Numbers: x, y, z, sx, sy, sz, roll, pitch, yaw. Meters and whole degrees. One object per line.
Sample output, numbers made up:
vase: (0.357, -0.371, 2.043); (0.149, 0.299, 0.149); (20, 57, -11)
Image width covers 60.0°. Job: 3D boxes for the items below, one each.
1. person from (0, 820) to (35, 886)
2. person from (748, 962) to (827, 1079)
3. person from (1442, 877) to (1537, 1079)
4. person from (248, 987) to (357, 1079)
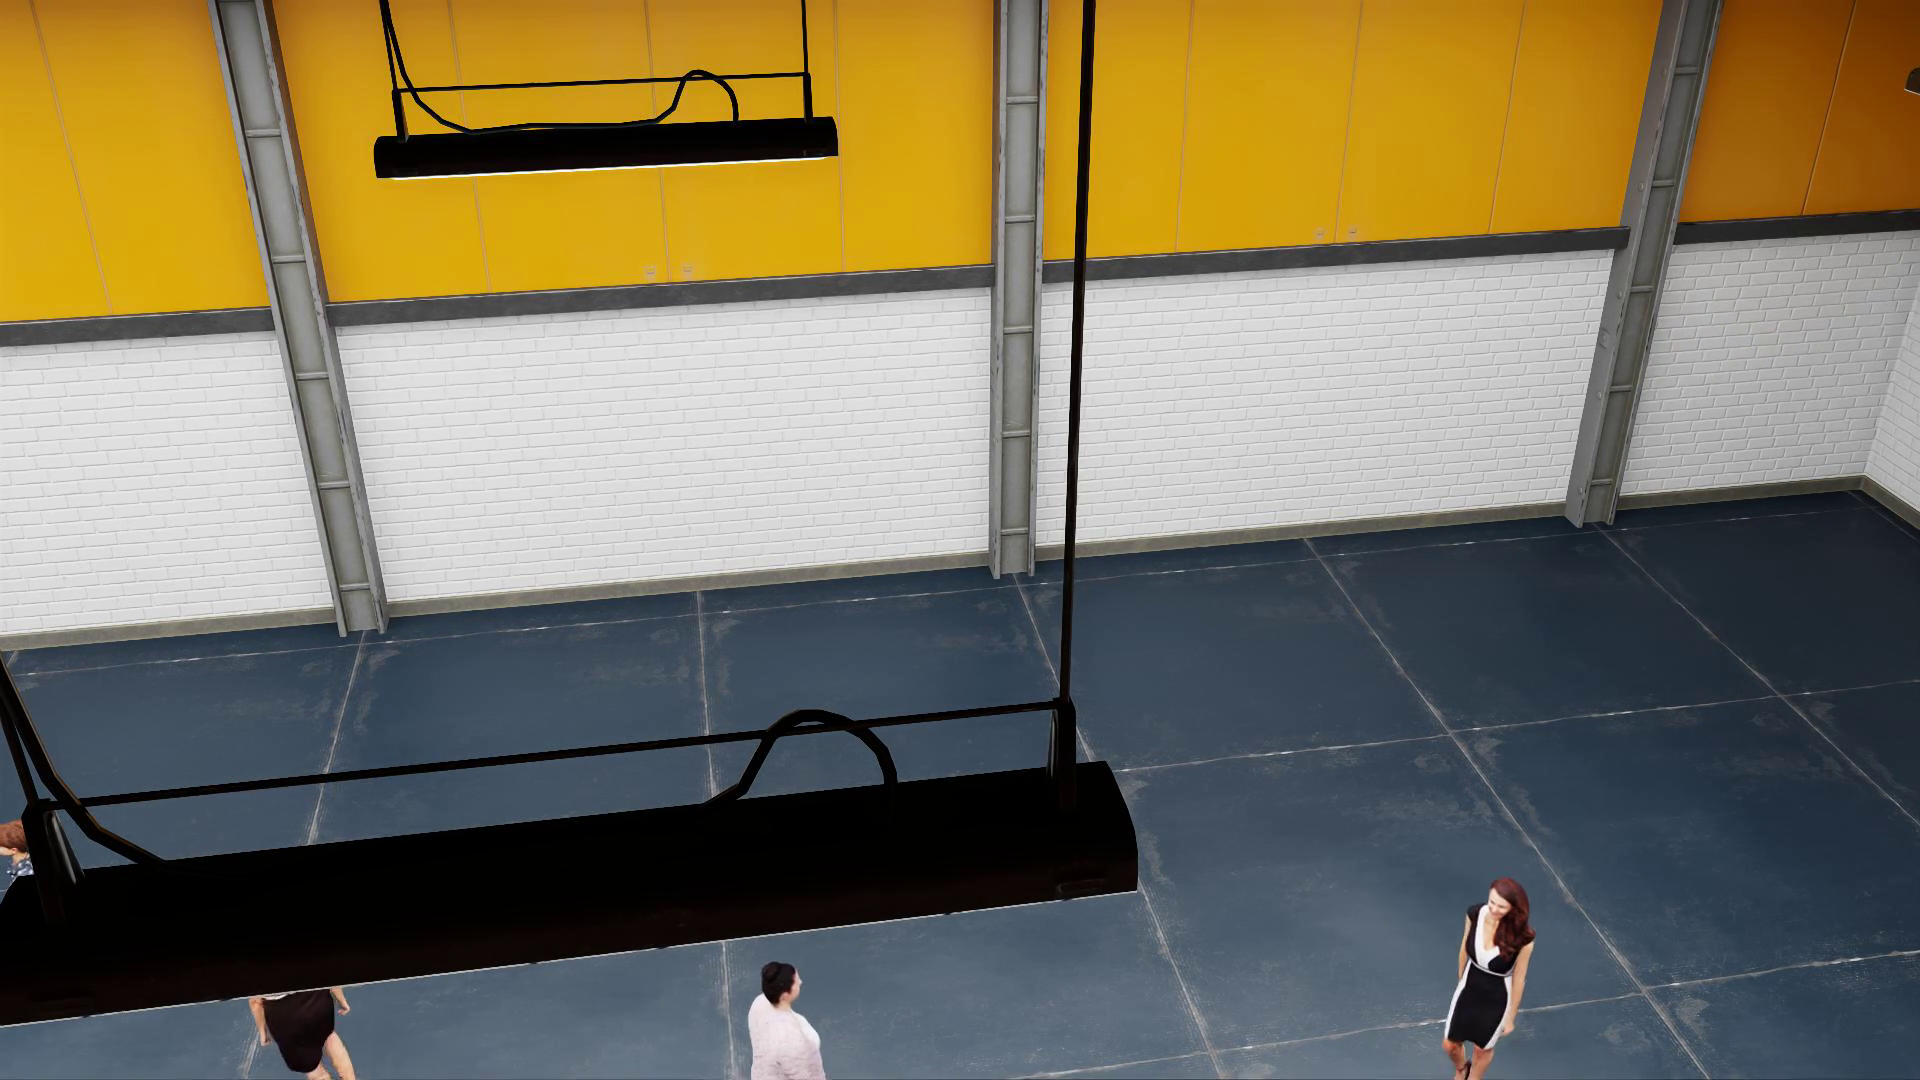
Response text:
person: (-5.899, 2.385, 10.684); (0.543, 1.438, 0.562); (-11, 31, -20)
person: (-1.022, 3.049, 9.169); (1.045, 1.724, 0.841); (-13, 31, -22)
person: (3.133, 2.670, 9.799); (0.706, 1.785, 0.760); (22, 35, 34)
person: (-3.777, 2.785, 9.643); (0.797, 1.732, 0.875); (-19, 34, -31)
